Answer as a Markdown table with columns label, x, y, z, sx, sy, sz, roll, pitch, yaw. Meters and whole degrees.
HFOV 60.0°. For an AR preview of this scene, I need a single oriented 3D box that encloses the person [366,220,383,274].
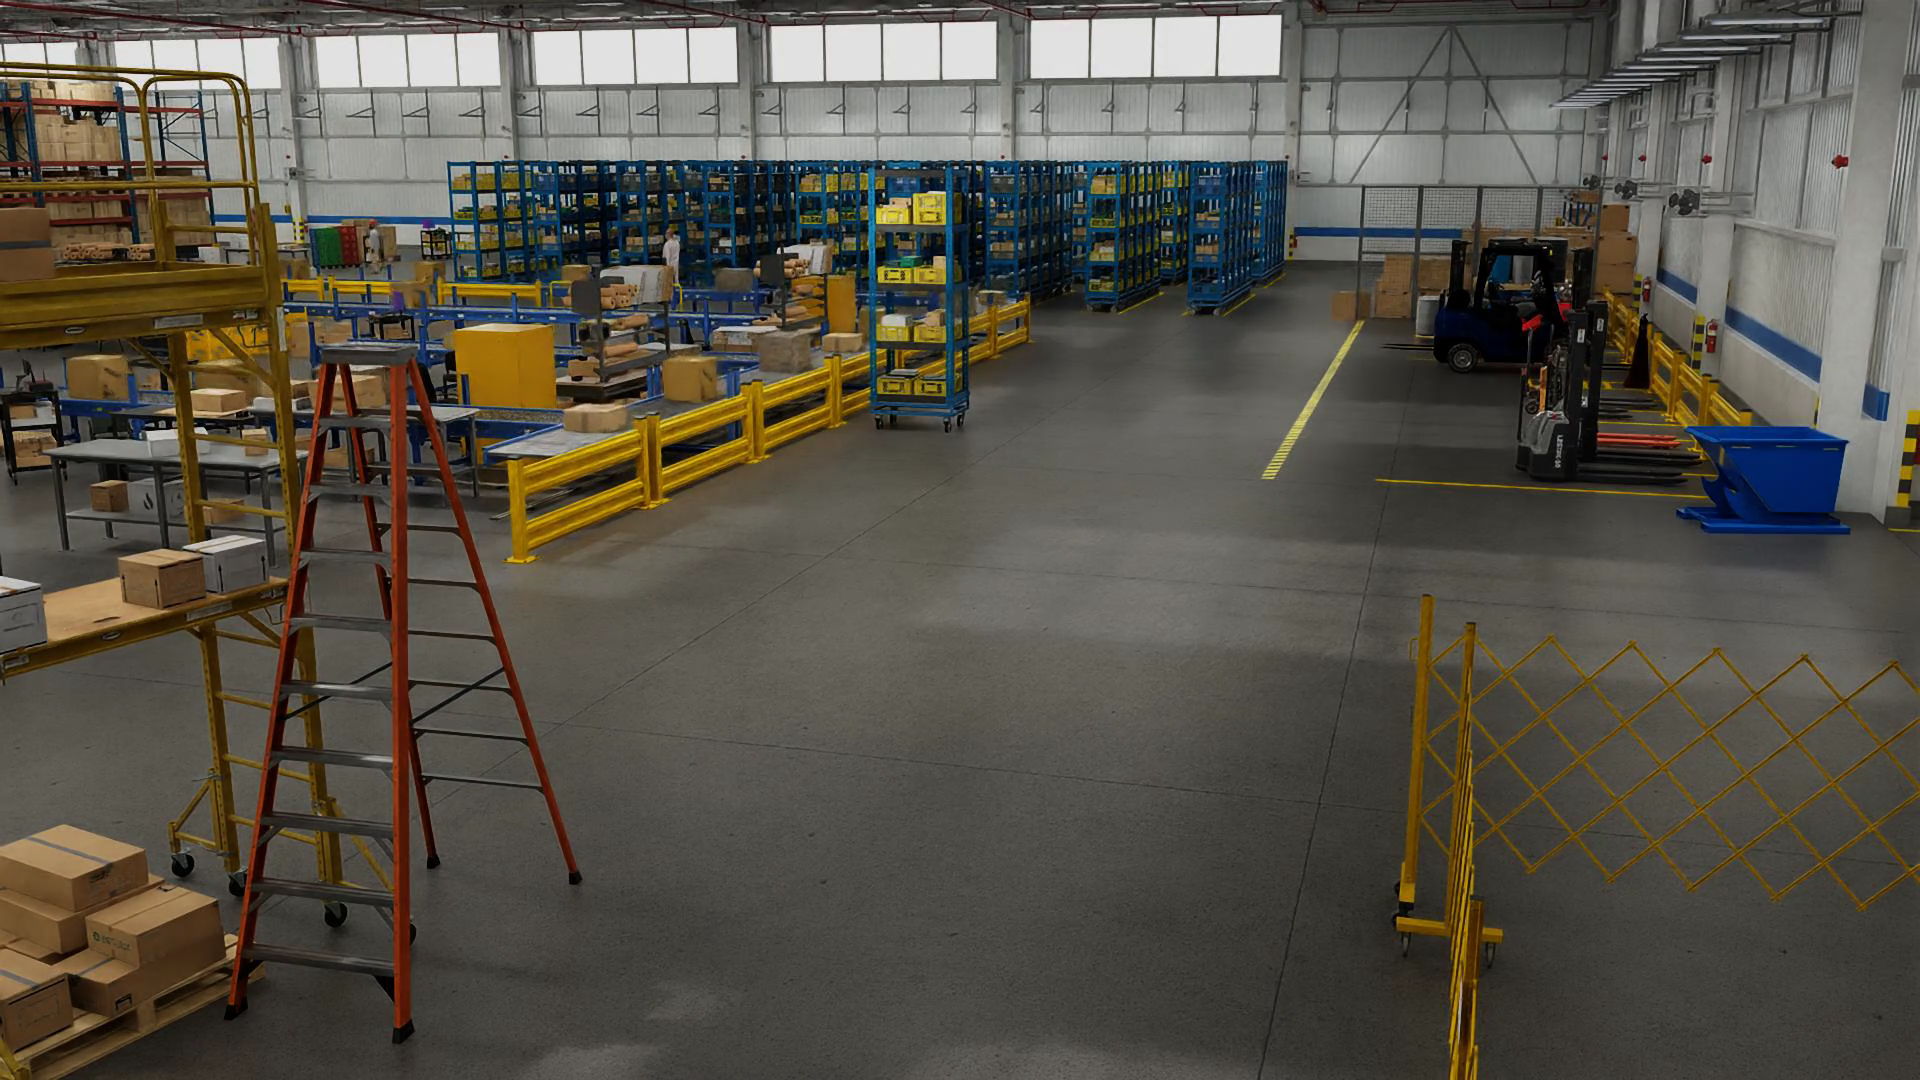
| label | x | y | z | sx | sy | sz | roll | pitch | yaw |
| --- | --- | --- | --- | --- | --- | --- | --- | --- | --- |
| person | -18.801 | -9.381 | 53.268 | 0.377 | 1.736 | 0.582 | -4 | 14 | -17 |

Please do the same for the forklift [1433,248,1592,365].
| label | x | y | z | sx | sy | sz | roll | pitch | yaw |
| --- | --- | --- | --- | --- | --- | --- | --- | --- | --- |
| forklift | 9.780 | -4.111 | 29.280 | 2.680 | 1.987 | 1.157 | 3 | 13 | 14 |

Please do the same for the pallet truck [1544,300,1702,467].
| label | x | y | z | sx | sy | sz | roll | pitch | yaw |
| --- | --- | --- | --- | --- | --- | --- | --- | --- | --- |
| pallet truck | 8.263 | -1.952 | 20.631 | 1.885 | 1.965 | 0.823 | 5 | 14 | 20 |

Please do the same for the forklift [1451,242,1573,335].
| label | x | y | z | sx | sy | sz | roll | pitch | yaw |
| --- | --- | --- | --- | --- | --- | --- | --- | --- | --- |
| forklift | 10.464 | -4.597 | 31.405 | 2.680 | 1.987 | 1.157 | 4 | 14 | 16 |

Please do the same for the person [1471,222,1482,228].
| label | x | y | z | sx | sy | sz | roll | pitch | yaw |
| --- | --- | --- | --- | --- | --- | --- | --- | --- | --- |
| person | 14.227 | -7.828 | 46.053 | 0.407 | 1.987 | 0.607 | 7 | 15 | 26 |

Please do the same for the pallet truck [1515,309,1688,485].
| label | x | y | z | sx | sy | sz | roll | pitch | yaw |
| --- | --- | --- | --- | --- | --- | --- | --- | --- | --- |
| pallet truck | 7.554 | -1.677 | 19.446 | 1.885 | 1.965 | 0.823 | 3 | 13 | 14 |

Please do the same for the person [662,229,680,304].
| label | x | y | z | sx | sy | sz | roll | pitch | yaw |
| --- | --- | --- | --- | --- | --- | --- | --- | --- | --- |
| person | -7.446 | -7.039 | 42.802 | 0.410 | 1.909 | 0.643 | 4 | 14 | 16 |

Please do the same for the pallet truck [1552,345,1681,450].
| label | x | y | z | sx | sy | sz | roll | pitch | yaw |
| --- | --- | --- | --- | --- | --- | --- | --- | --- | --- |
| pallet truck | 8.641 | -1.896 | 21.908 | 1.630 | 1.274 | 0.653 | 4 | 14 | 16 |

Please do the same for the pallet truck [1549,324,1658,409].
| label | x | y | z | sx | sy | sz | roll | pitch | yaw |
| --- | --- | --- | --- | --- | --- | --- | --- | --- | --- |
| pallet truck | 9.824 | -2.669 | 25.407 | 1.601 | 1.201 | 0.680 | 4 | 14 | 16 |

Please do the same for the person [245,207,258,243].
| label | x | y | z | sx | sy | sz | roll | pitch | yaw |
| --- | --- | --- | --- | --- | --- | --- | --- | --- | --- |
| person | -26.008 | -11.312 | 61.351 | 0.668 | 1.873 | 0.889 | -8 | 15 | -31 |

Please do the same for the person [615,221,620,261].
| label | x | y | z | sx | sy | sz | roll | pitch | yaw |
| --- | --- | --- | --- | --- | --- | --- | --- | --- | --- |
| person | -10.353 | -8.855 | 50.826 | 0.461 | 1.829 | 0.563 | -1 | 13 | -2 |

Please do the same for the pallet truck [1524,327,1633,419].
| label | x | y | z | sx | sy | sz | roll | pitch | yaw |
| --- | --- | --- | --- | --- | --- | --- | --- | --- | --- |
| pallet truck | 9.065 | -2.460 | 24.370 | 1.522 | 1.261 | 0.704 | 3 | 13 | 14 |
